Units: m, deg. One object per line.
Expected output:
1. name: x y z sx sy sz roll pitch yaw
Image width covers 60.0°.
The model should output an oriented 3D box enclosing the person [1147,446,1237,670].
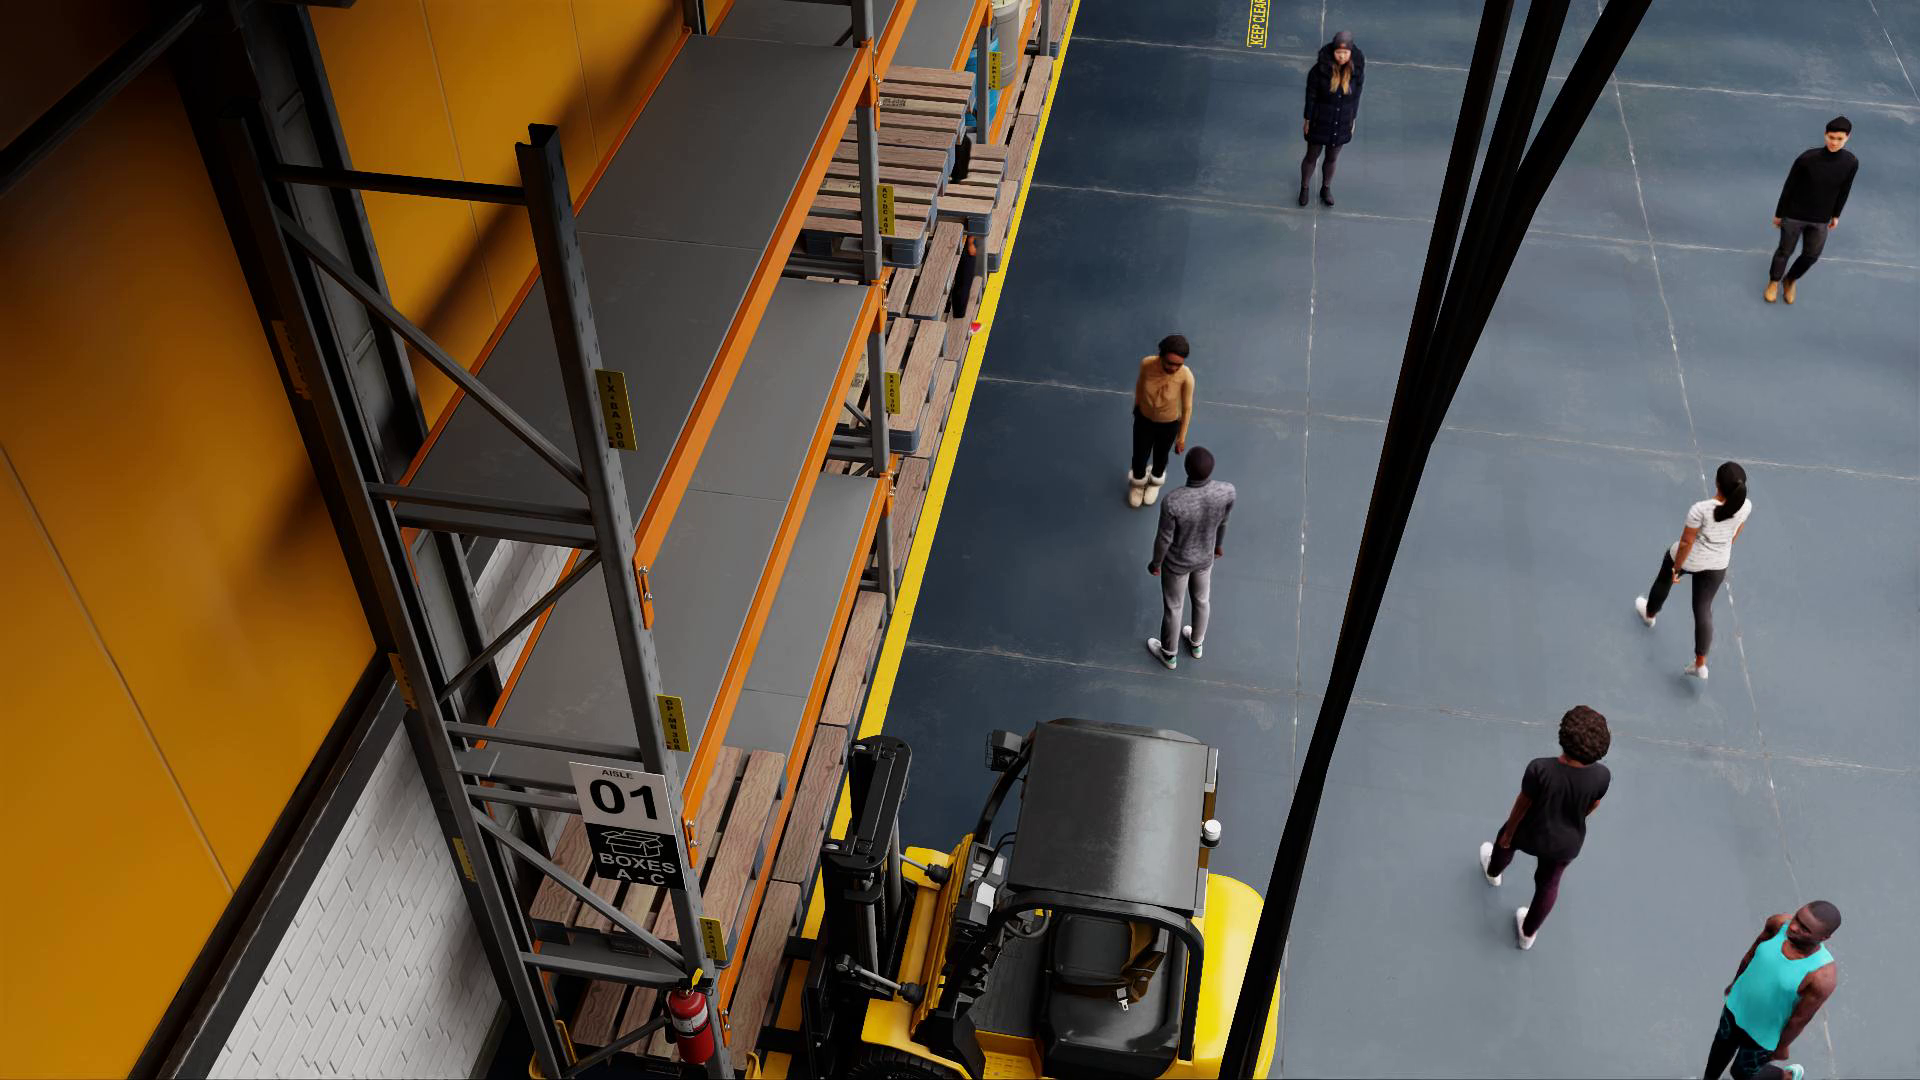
1. person: 1.484 0.110 10.762 0.759 1.839 0.750 -15 46 -15

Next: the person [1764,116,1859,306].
1. person: 7.087 -2.774 13.884 0.698 1.709 0.623 13 45 13

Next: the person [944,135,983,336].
1. person: -0.055 -2.478 13.498 0.831 1.814 0.768 -25 49 -24

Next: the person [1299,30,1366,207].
1. person: 3.327 -3.800 14.986 0.728 1.675 0.721 -2 44 -2

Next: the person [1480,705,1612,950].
1. person: 3.264 1.653 9.204 0.660 1.755 0.921 5 44 5

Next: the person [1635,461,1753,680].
1. person: 4.858 0.200 10.835 0.698 1.609 1.124 0 44 0

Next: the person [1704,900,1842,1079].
1. person: 4.140 2.382 8.408 0.869 1.799 0.912 -9 44 -9

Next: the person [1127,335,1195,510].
1. person: 1.421 -0.894 11.972 0.684 1.625 0.738 24 49 23
